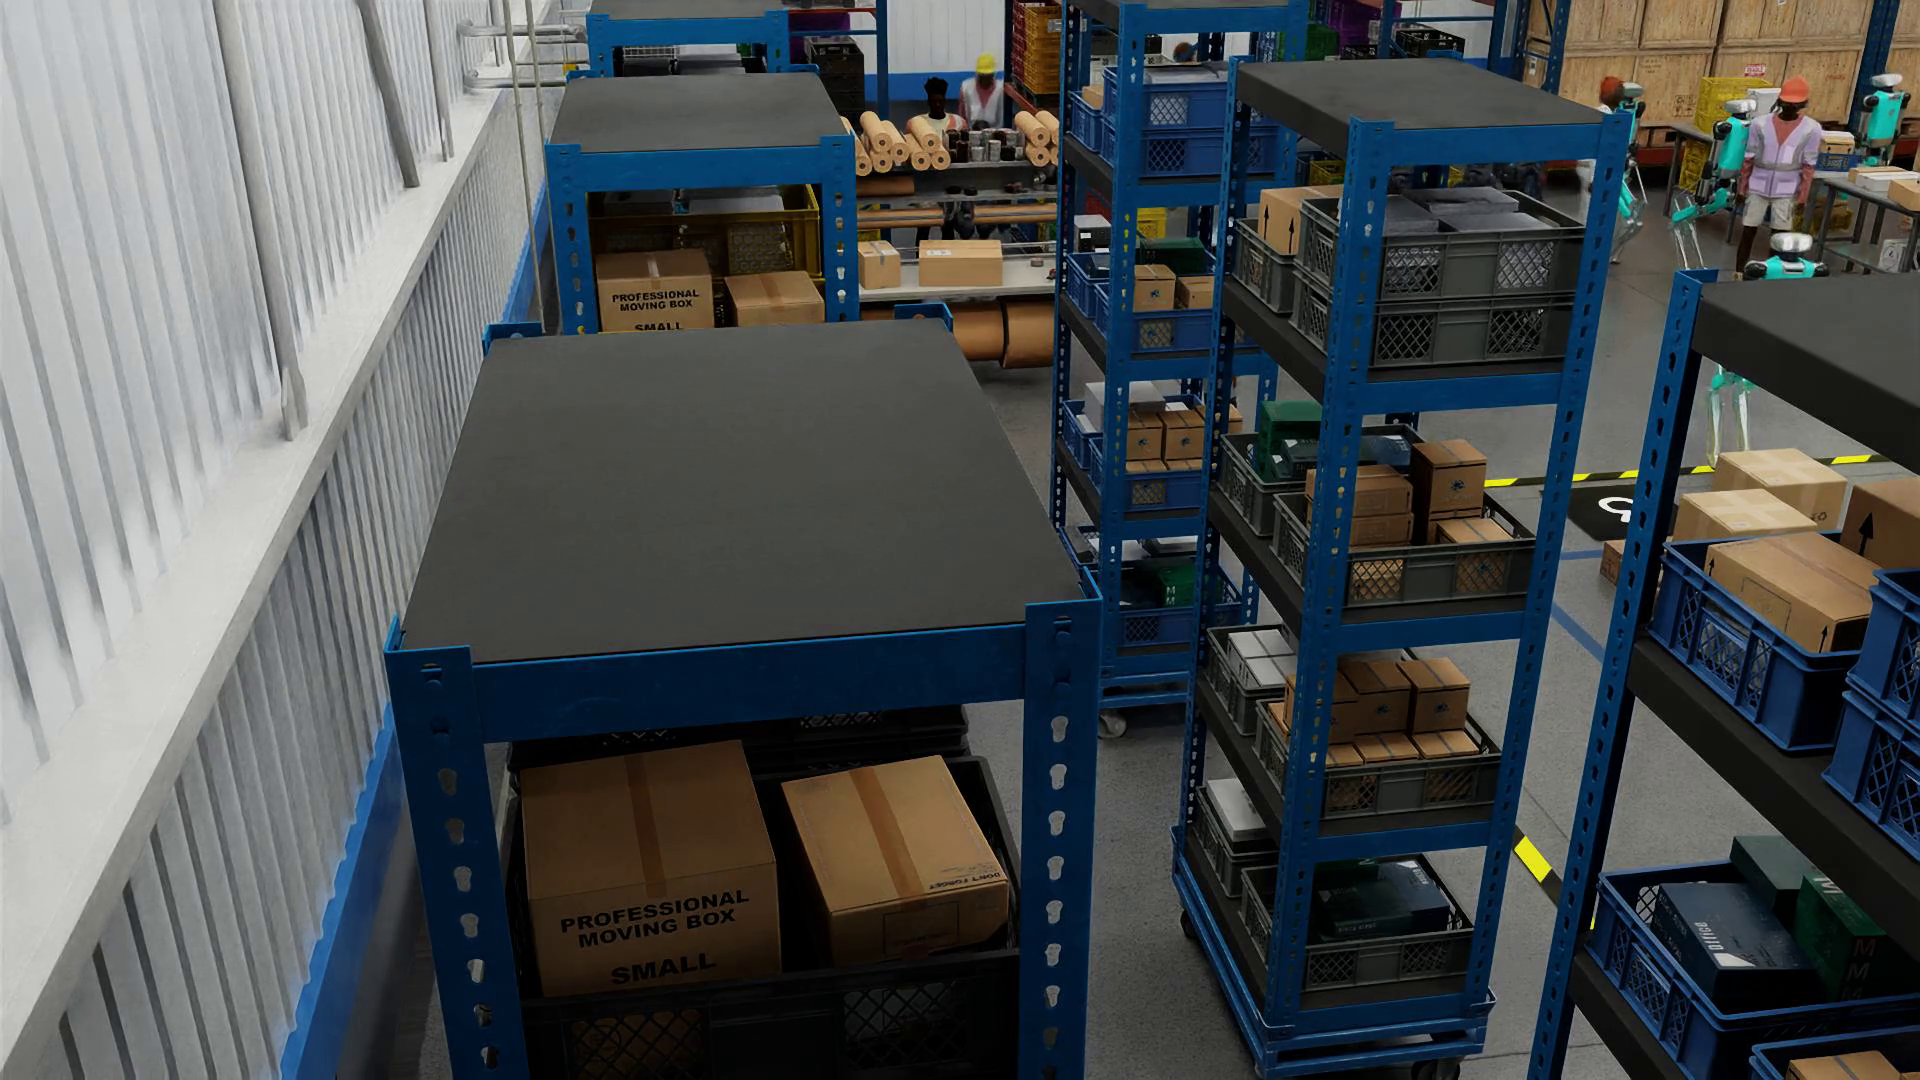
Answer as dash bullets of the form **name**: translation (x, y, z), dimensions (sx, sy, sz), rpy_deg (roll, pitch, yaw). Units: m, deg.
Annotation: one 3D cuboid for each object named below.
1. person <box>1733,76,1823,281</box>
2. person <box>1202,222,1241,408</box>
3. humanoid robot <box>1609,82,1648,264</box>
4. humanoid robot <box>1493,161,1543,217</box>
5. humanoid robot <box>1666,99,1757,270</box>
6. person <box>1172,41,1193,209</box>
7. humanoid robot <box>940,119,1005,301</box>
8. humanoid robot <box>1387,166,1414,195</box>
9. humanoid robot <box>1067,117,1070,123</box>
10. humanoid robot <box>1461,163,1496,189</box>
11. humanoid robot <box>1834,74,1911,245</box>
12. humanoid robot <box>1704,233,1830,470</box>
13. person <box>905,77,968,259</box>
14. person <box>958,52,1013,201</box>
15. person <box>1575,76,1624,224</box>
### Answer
- **person**: translation (7.377, -3.168, 15.084), dimensions (0.607, 2.034, 0.412), rpy_deg (14, 28, 28)
- **person**: translation (1.700, -1.210, 11.034), dimensions (0.391, 1.850, 0.599), rpy_deg (-4, 25, -9)
- **humanoid robot**: translation (6.468, -3.501, 16.084), dimensions (0.546, 1.749, 0.679), rpy_deg (-13, 28, -25)
- **humanoid robot**: translation (4.835, -2.805, 14.698), dimensions (0.363, 1.650, 0.611), rpy_deg (-17, 30, -33)
- **humanoid robot**: translation (6.993, -3.322, 15.603), dimensions (0.533, 1.677, 0.735), rpy_deg (-10, 27, -21)
- **person**: translation (2.404, -4.555, 18.331), dimensions (0.636, 1.825, 0.442), rpy_deg (-3, 25, -6)
- **humanoid robot**: translation (0.113, -2.999, 15.170), dimensions (0.615, 1.640, 0.614), rpy_deg (-9, 26, -19)
- **humanoid robot**: translation (3.734, -2.618, 14.308), dimensions (0.489, 1.644, 0.604), rpy_deg (5, 25, 11)
- **humanoid robot**: translation (1.376, -4.639, 18.616), dimensions (0.572, 1.772, 0.781), rpy_deg (3, 25, 6)
- **humanoid robot**: translation (4.397, -2.693, 14.482), dimensions (0.396, 1.639, 0.596), rpy_deg (17, 30, 32)
- **humanoid robot**: translation (9.116, -3.839, 16.962), dimensions (0.550, 1.855, 0.753), rpy_deg (-8, 26, -16)
- **humanoid robot**: translation (5.355, -1.278, 11.272), dimensions (0.545, 1.726, 0.773), rpy_deg (1, 25, 2)
- **person**: translation (-0.211, -3.293, 15.426), dimensions (0.613, 1.963, 0.361), rpy_deg (-6, 25, -14)
- **person**: translation (0.280, -4.412, 18.057), dimensions (0.617, 1.797, 0.695), rpy_deg (4, 25, 8)
- **person**: translation (6.099, -3.495, 16.010), dimensions (0.344, 1.853, 0.678), rpy_deg (9, 26, 18)
